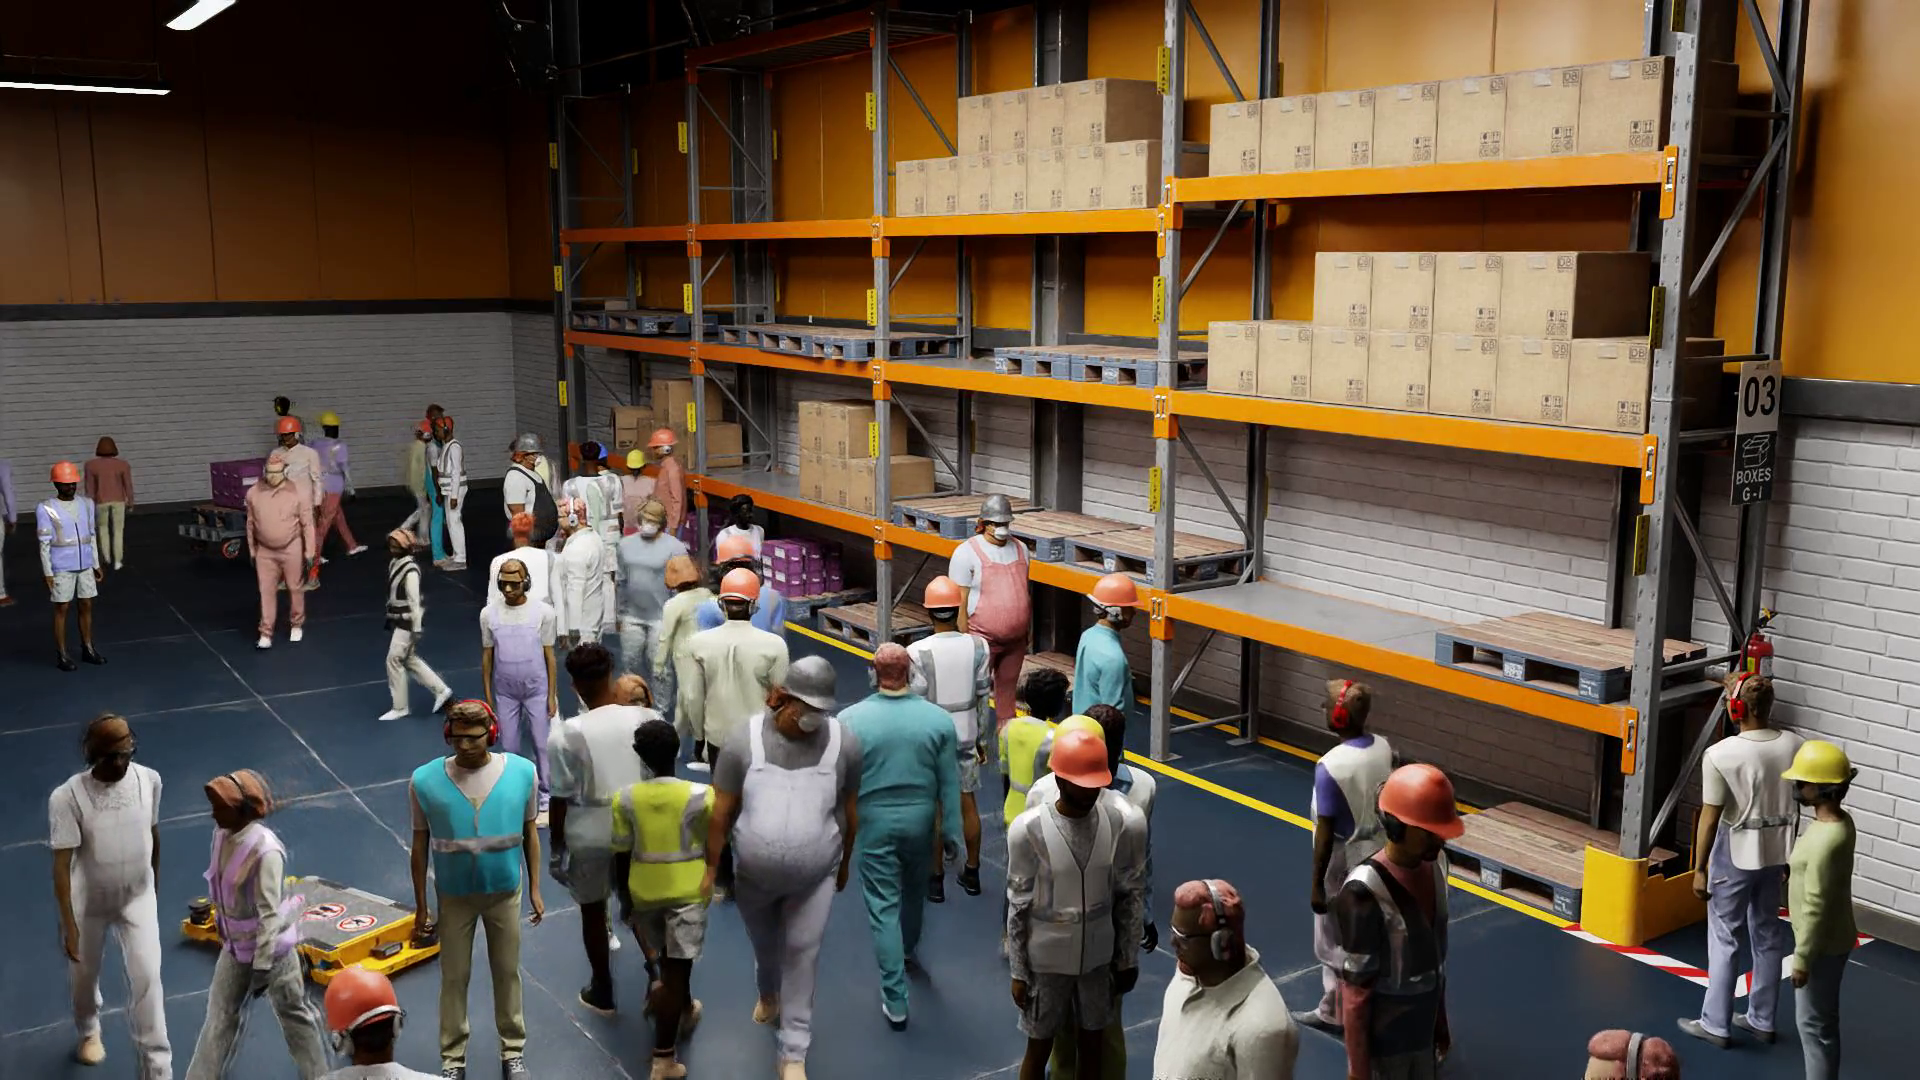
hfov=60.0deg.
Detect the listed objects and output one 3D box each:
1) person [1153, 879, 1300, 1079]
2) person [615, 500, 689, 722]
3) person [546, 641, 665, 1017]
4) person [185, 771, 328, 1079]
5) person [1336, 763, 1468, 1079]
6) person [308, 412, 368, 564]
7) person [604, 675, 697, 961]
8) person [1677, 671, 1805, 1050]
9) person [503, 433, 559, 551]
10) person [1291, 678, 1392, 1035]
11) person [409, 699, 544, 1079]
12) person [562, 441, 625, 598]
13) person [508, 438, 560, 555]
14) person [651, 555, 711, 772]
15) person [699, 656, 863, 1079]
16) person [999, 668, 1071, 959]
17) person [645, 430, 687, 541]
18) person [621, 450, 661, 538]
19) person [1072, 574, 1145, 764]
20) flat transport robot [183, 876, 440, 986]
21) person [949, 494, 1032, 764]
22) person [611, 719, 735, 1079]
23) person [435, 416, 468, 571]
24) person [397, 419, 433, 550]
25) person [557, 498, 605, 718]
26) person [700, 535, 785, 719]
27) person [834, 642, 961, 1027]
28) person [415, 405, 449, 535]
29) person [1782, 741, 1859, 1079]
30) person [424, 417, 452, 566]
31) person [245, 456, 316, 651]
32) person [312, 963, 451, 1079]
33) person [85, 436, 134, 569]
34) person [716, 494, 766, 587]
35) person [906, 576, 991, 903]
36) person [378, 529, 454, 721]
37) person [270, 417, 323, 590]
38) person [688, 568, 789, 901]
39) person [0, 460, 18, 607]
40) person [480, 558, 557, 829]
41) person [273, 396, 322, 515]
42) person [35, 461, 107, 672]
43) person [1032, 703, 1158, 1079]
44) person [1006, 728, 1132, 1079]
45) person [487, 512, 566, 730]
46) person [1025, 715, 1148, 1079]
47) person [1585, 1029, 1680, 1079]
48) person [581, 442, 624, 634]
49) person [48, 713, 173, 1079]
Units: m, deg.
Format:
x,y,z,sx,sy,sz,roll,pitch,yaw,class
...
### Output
x,y,z,sx,sy,sz,roll,pitch,yaw,class
0.791,1.980,5.235,0.399,1.893,0.655,-3,10,-16,person
-2.460,0.621,13.189,0.716,1.913,0.351,4,10,23,person
-1.707,1.458,8.189,0.612,1.935,0.626,-7,12,-34,person
-3.121,1.793,7.167,0.536,1.597,0.778,7,12,37,person
1.605,1.778,6.020,0.410,2.033,0.613,9,13,44,person
-7.849,-0.663,20.802,0.604,1.880,1.016,5,11,27,person
-1.767,1.501,8.934,0.512,1.584,0.846,-8,13,-41,person
3.771,1.543,7.967,0.561,1.836,0.395,-3,10,-16,person
-4.354,-0.088,16.932,0.535,2.000,0.681,0,10,-1,person
1.899,1.565,7.889,0.692,1.828,0.565,8,13,41,person
-2.192,1.605,7.574,0.570,1.840,0.372,-4,10,-20,person
-3.678,-0.019,16.747,0.607,1.967,0.367,-3,10,-15,person
-4.738,-0.247,18.565,0.431,1.813,0.750,8,12,38,person
-2.108,0.905,12.364,0.771,1.601,0.516,5,11,27,person
-0.824,1.453,7.891,0.737,2.000,1.000,0,10,0,person
0.453,1.488,8.785,0.415,1.670,0.557,-7,12,-34,person
-3.118,-0.175,17.654,0.446,1.984,0.662,-3,10,-19,person
-3.521,-0.143,18.237,0.736,1.718,0.498,1,10,5,person
0.862,1.174,9.711,0.409,1.987,0.607,-2,10,-11,person
-3.556,2.121,9.152,1.431,0.197,0.652,6,11,32,flat transport robot
0.290,0.661,12.538,0.684,2.000,0.538,-6,12,-33,person
-1.357,1.662,7.799,0.537,1.648,0.842,2,10,13,person
-6.198,-0.572,20.267,0.372,1.878,0.589,-5,11,-27,person
-6.971,-0.698,21.453,0.559,1.713,0.605,-6,11,-30,person
-3.047,0.603,13.308,0.400,1.900,0.647,0,10,0,person
-1.423,0.958,11.000,0.619,1.992,1.050,-8,13,-40,person
-0.345,1.441,8.516,0.645,1.847,1.017,-2,10,-12,person
-7.078,-0.930,22.559,0.671,1.803,0.611,8,12,38,person
3.656,1.722,7.137,0.338,1.762,0.526,6,11,32,person
-6.418,-0.602,20.533,0.351,1.842,0.507,-2,10,-10,person
-6.624,0.122,16.189,0.671,1.867,0.822,-1,10,-8,person
-1.723,2.116,4.937,0.578,1.722,0.472,-2,10,-12,person
-10.382,-0.462,20.343,0.525,1.618,0.492,-3,10,-19,person
-1.952,0.442,14.955,0.320,1.653,0.537,9,13,42,person
-0.092,1.171,9.851,0.551,1.933,0.368,-4,11,-25,person
-4.510,0.689,13.664,0.589,1.602,0.526,-4,11,-23,person
-7.592,-0.417,19.000,0.622,1.993,0.382,1,10,8,person
-1.281,1.150,9.806,0.623,1.991,0.390,1,10,7,person
-10.667,-0.225,18.140,0.707,1.916,0.609,-4,10,-22,person
-2.921,1.018,11.062,0.501,1.839,0.340,0,10,-2,person
-9.575,-1.151,23.875,0.961,1.833,0.513,6,11,31,person
-8.189,0.232,15.354,0.357,1.936,0.551,6,11,31,person
0.577,1.628,7.230,0.587,1.915,0.392,-4,10,-21,person
0.462,1.700,6.785,0.546,1.930,0.379,-3,10,-18,person
-3.384,0.700,12.944,0.983,1.832,0.583,8,13,39,person
0.504,1.662,7.028,0.588,1.918,0.398,7,12,36,person
1.751,2.165,4.216,0.448,1.878,0.655,5,11,29,person
-3.623,-0.017,16.844,0.455,1.938,0.615,3,10,17,person
-3.895,1.637,7.597,1.003,1.793,0.534,9,13,44,person
